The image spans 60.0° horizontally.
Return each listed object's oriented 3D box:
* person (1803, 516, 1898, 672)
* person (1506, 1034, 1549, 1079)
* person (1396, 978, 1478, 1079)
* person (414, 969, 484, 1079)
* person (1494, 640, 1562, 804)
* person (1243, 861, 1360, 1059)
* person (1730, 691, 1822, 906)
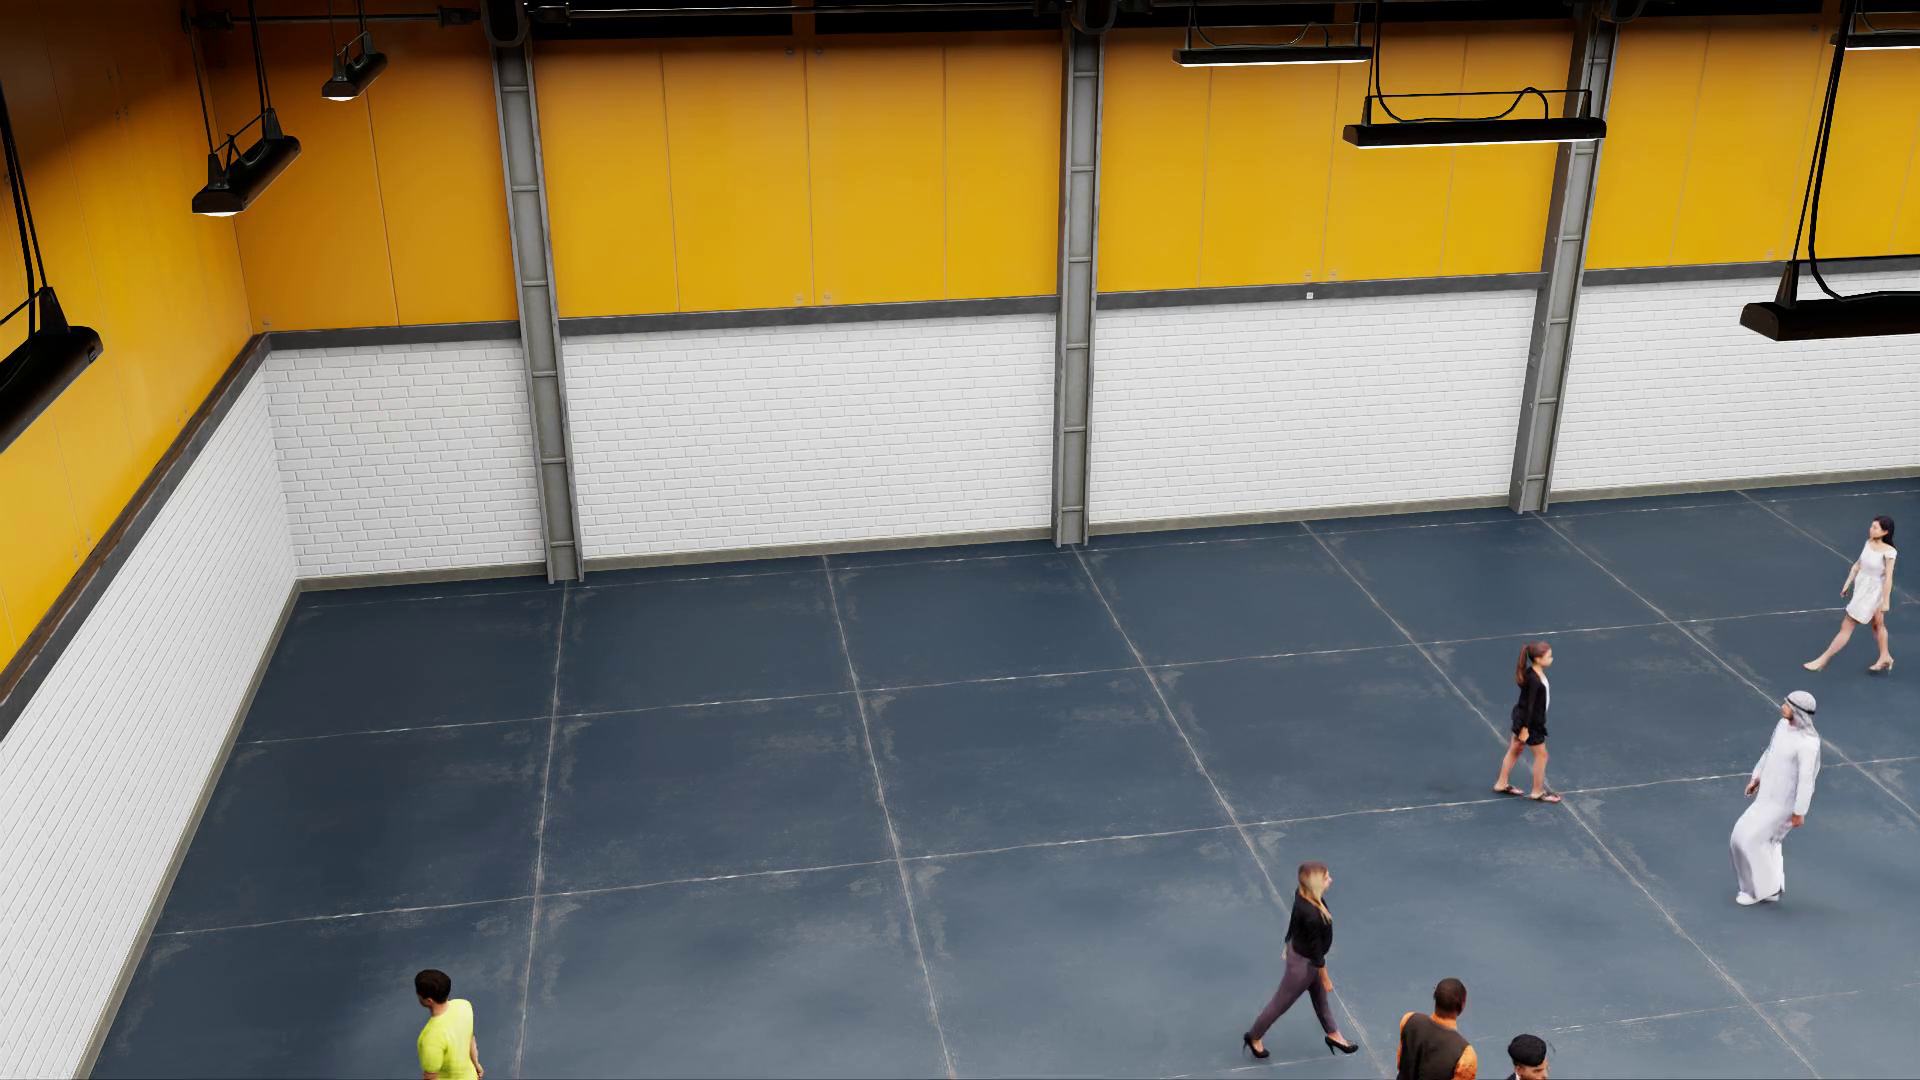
[{"bbox_3d":[9.266,0.596,16.797,1.206,1.719,0.725,-1,24,-3],"label":"person"},{"bbox_3d":[3.170,3.633,9.642,0.704,1.884,0.835,-20,31,-38],"label":"person"},{"bbox_3d":[2.715,3.513,9.954,1.213,1.855,1.373,20,31,38],"label":"person"},{"bbox_3d":[-3.116,3.422,10.388,1.111,1.673,0.878,5,24,10],"label":"person"},{"bbox_3d":[4.959,1.588,14.748,0.892,1.542,0.754,6,24,14],"label":"person"},{"bbox_3d":[2.272,2.958,11.508,1.108,1.627,0.797,3,24,7],"label":"person"},{"bbox_3d":[6.595,2.057,13.213,0.891,1.912,0.811,4,24,8],"label":"person"}]
